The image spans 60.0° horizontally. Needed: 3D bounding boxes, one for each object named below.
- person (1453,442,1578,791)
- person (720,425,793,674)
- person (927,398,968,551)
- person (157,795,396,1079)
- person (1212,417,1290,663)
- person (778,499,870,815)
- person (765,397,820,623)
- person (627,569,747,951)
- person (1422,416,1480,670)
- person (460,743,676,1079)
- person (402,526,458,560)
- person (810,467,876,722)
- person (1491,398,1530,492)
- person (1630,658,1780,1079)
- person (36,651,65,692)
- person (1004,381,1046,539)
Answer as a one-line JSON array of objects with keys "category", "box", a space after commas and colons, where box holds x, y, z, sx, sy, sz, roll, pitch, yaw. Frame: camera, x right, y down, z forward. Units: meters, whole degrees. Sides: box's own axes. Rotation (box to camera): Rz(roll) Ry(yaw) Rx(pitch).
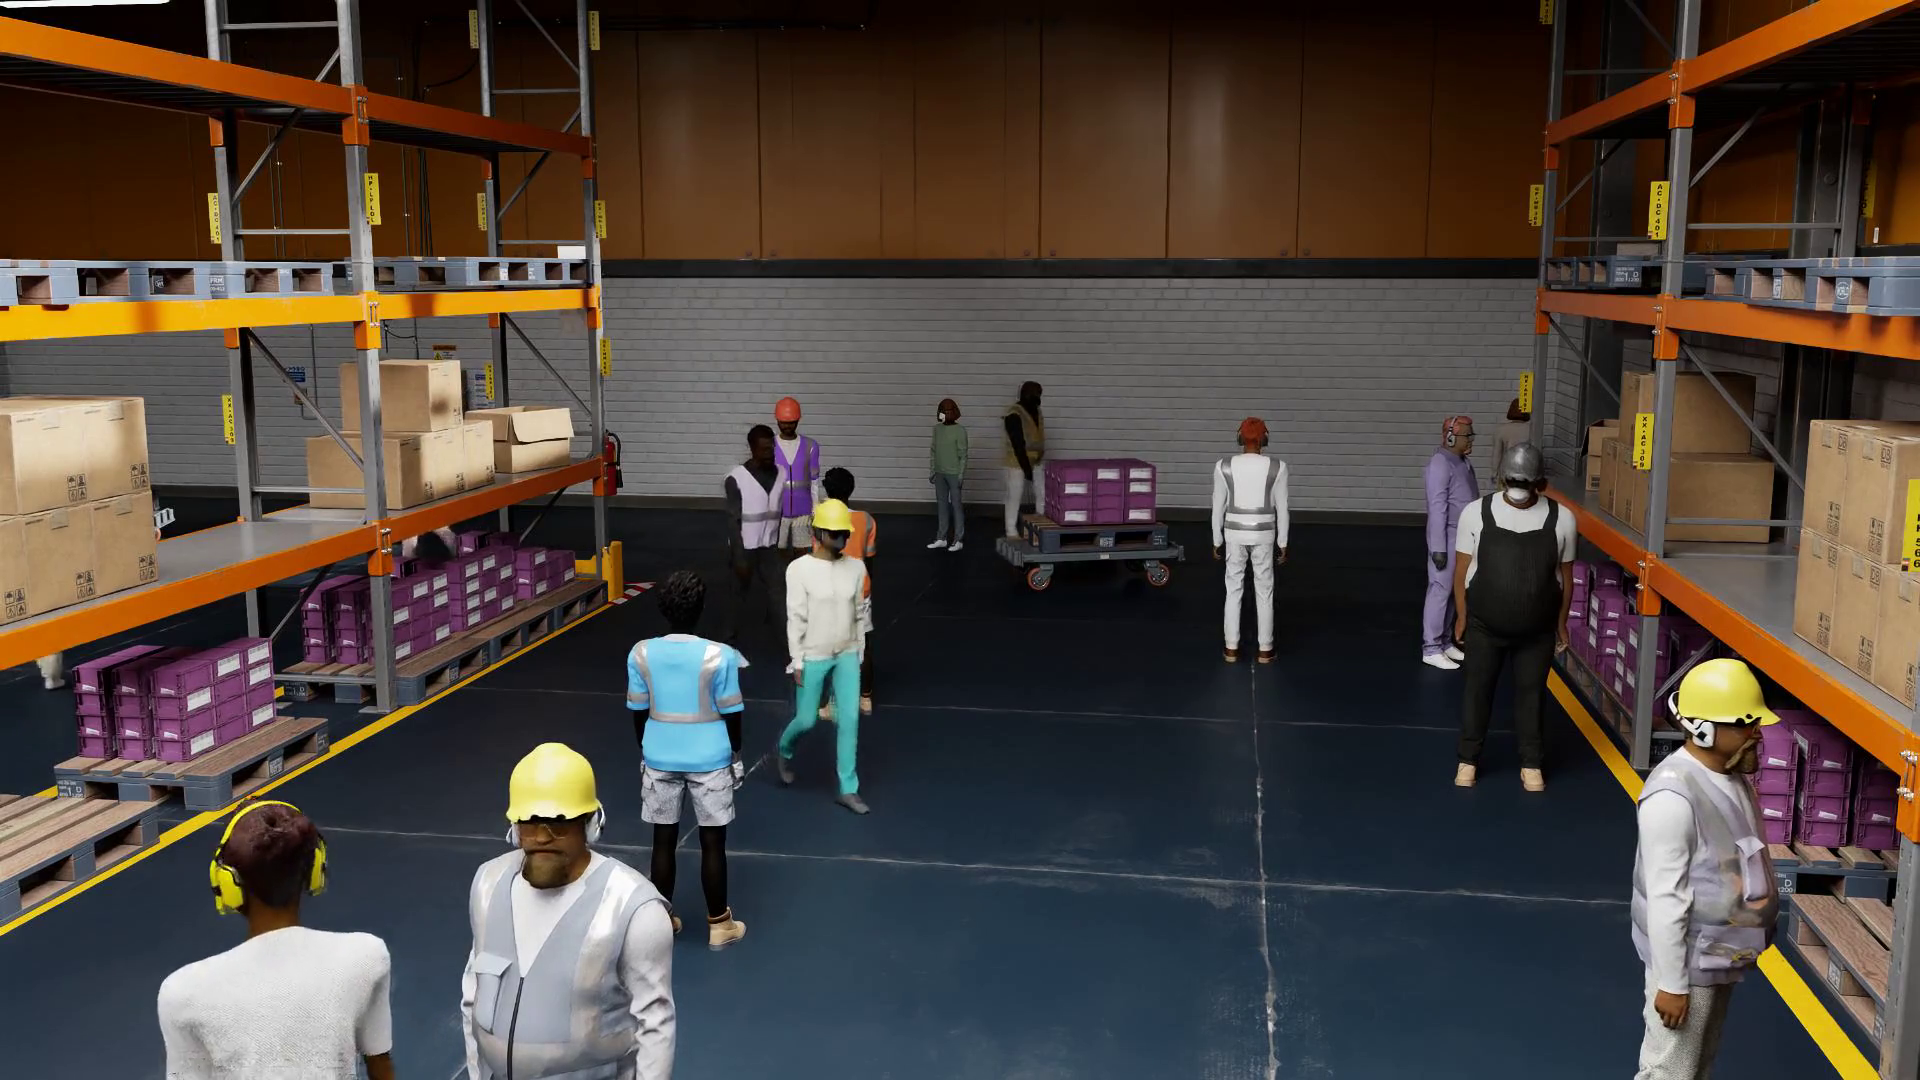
[{"category": "person", "box": [3.180, 0.436, 9.556, 0.674, 2.000, 0.535, 2, 9, 14]}, {"category": "person", "box": [-1.475, 0.077, 12.310, 1.010, 1.856, 0.601, 9, 13, 43]}, {"category": "person", "box": [-0.131, -0.701, 17.823, 0.500, 1.633, 0.284, 8, 12, 41]}, {"category": "person", "box": [-1.454, 1.493, 3.638, 0.538, 1.844, 0.658, -8, 12, -42]}, {"category": "person", "box": [2.218, 0.005, 12.715, 0.584, 1.876, 0.337, 2, 9, 13]}, {"category": "person", "box": [-0.766, 0.622, 9.281, 0.531, 1.744, 0.683, -6, 11, -32]}, {"category": "person", "box": [-1.448, -0.250, 14.115, 0.551, 1.932, 0.376, -2, 9, -14]}, {"category": "person", "box": [-1.192, 0.969, 7.323, 0.535, 1.699, 0.318, 2, 9, 12]}, {"category": "person", "box": [3.733, 0.010, 12.596, 0.406, 1.906, 0.654, 6, 11, 31]}, {"category": "person", "box": [-1.013, 1.404, 4.210, 0.600, 1.836, 0.404, 4, 10, 22]}, {"category": "person", "box": [-5.307, -0.629, 16.352, 0.722, 1.975, 0.619, -3, 10, -17]}, {"category": "person", "box": [-0.784, 0.360, 11.076, 0.540, 1.698, 0.317, -9, 13, -43]}, {"category": "person", "box": [5.963, -0.705, 17.846, 0.507, 1.632, 0.267, 3, 10, 17]}, {"category": "person", "box": [2.282, 1.260, 5.114, 0.403, 1.834, 0.588, 8, 12, 39]}, {"category": "person", "box": [-6.548, 0.250, 11.979, 0.548, 1.614, 0.637, -2, 9, -10]}, {"category": "person", "box": [0.777, -0.818, 18.024, 0.768, 1.805, 0.646, 7, 11, 36]}]
